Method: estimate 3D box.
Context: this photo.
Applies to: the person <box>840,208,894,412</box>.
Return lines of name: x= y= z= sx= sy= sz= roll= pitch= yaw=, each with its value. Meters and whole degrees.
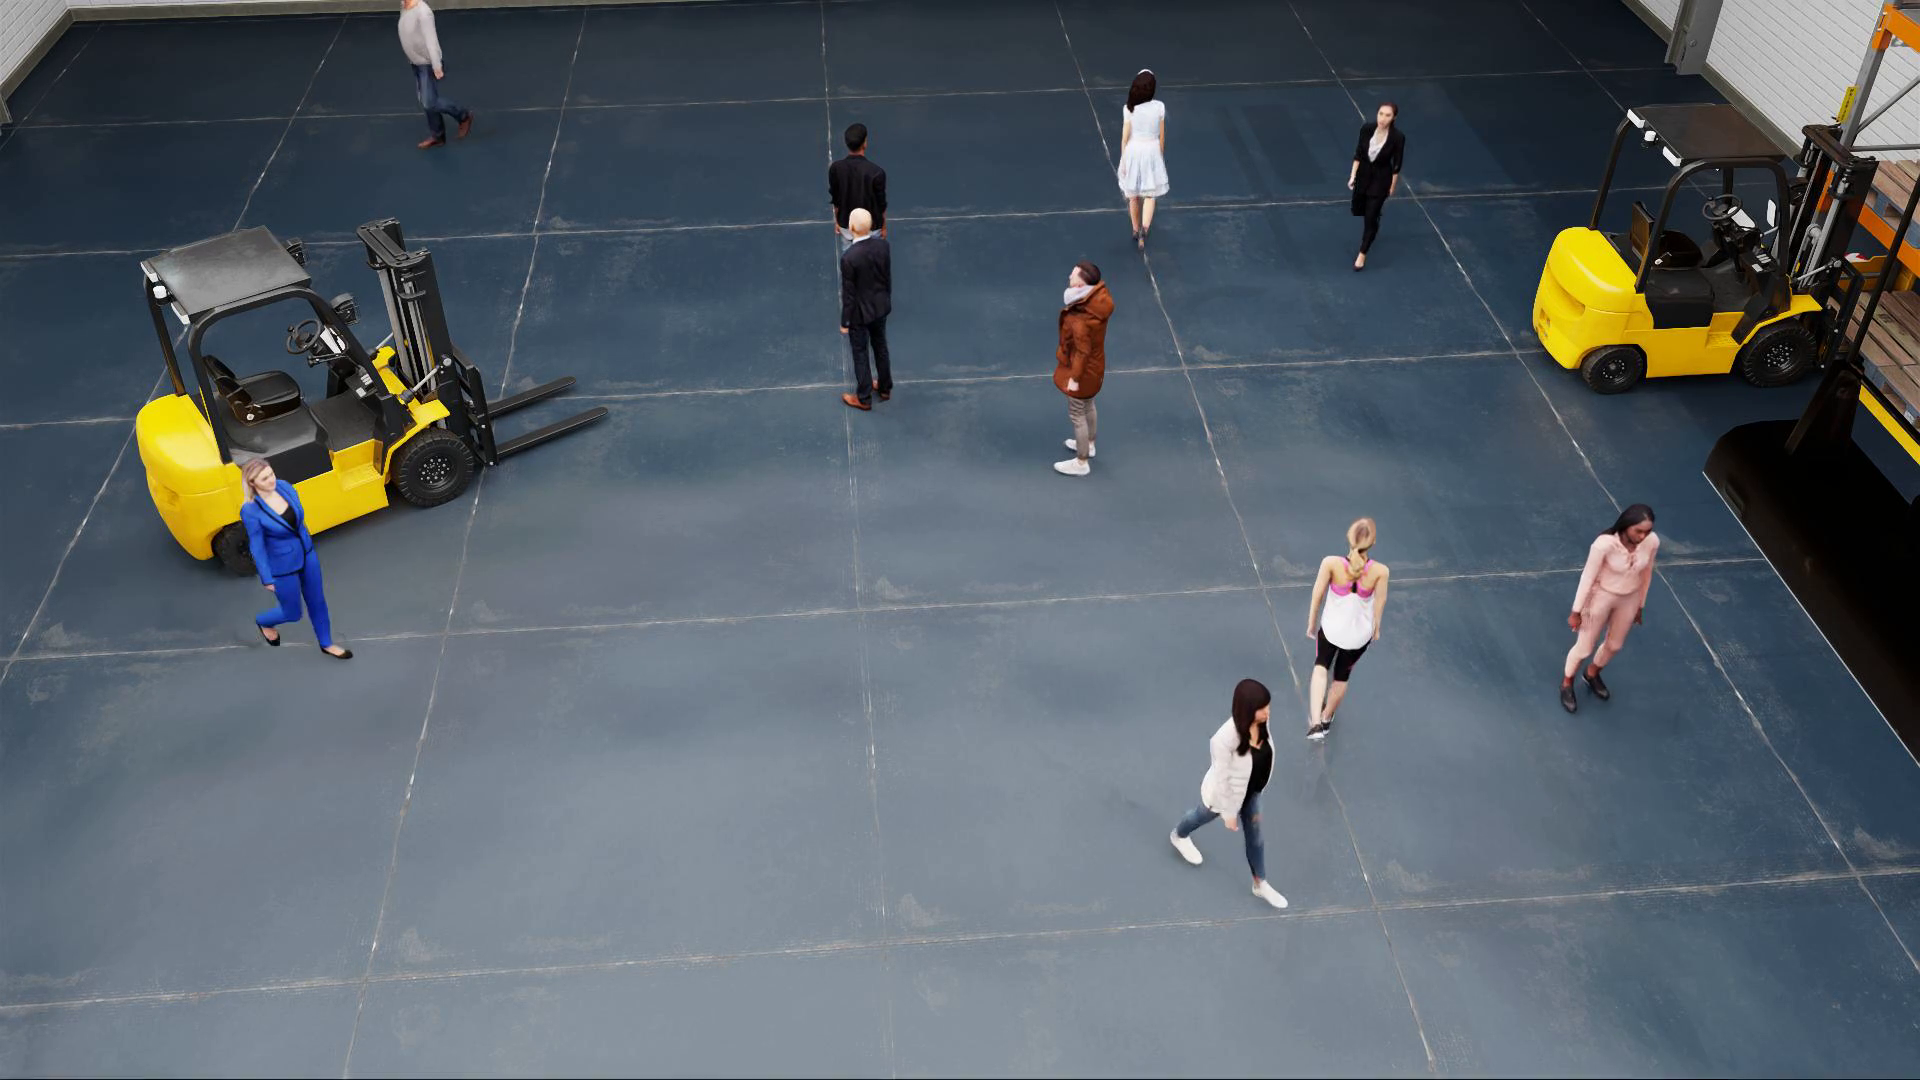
person: x=-0.772 y=-1.896 z=13.692 sx=0.771 sy=1.798 sz=0.796 roll=-30 pitch=47 yaw=-32

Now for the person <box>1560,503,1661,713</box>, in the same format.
person: x=4.239 y=0.412 z=10.875 sx=0.641 sy=1.706 sz=0.592 roll=-6 pitch=39 yaw=-7

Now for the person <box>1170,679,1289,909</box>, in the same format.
person: x=1.526 y=1.408 z=9.712 sx=0.996 sy=1.603 sz=1.158 roll=-28 pitch=46 yaw=-30

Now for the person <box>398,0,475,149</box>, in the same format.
person: x=-5.586 y=-5.068 z=17.586 sx=1.015 sy=1.895 sz=0.981 roll=-24 pitch=44 yaw=-27

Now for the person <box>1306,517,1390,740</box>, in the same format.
person: x=2.428 y=0.633 z=10.544 sx=0.779 sy=1.774 sz=0.908 roll=10 pitch=40 yaw=12

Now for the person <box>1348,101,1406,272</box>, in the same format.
person: x=3.925 y=-3.386 z=15.685 sx=0.955 sy=1.639 sz=1.030 roll=25 pitch=45 yaw=28

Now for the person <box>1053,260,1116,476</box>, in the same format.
person: x=0.964 y=-1.347 z=12.974 sx=0.884 sy=1.837 sz=0.782 roll=13 pitch=40 yaw=15

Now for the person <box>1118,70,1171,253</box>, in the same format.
person: x=1.735 y=-3.507 z=15.710 sx=0.780 sy=1.797 sz=1.034 roll=4 pitch=39 yaw=5

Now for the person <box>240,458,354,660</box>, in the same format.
person: x=-4.598 y=0.141 z=11.230 sx=0.890 sy=1.688 sz=0.920 roll=12 pitch=40 yaw=14

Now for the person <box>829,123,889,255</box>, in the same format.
person: x=-0.896 y=-2.837 z=14.862 sx=0.776 sy=1.808 sz=0.753 roll=12 pitch=40 yaw=15
